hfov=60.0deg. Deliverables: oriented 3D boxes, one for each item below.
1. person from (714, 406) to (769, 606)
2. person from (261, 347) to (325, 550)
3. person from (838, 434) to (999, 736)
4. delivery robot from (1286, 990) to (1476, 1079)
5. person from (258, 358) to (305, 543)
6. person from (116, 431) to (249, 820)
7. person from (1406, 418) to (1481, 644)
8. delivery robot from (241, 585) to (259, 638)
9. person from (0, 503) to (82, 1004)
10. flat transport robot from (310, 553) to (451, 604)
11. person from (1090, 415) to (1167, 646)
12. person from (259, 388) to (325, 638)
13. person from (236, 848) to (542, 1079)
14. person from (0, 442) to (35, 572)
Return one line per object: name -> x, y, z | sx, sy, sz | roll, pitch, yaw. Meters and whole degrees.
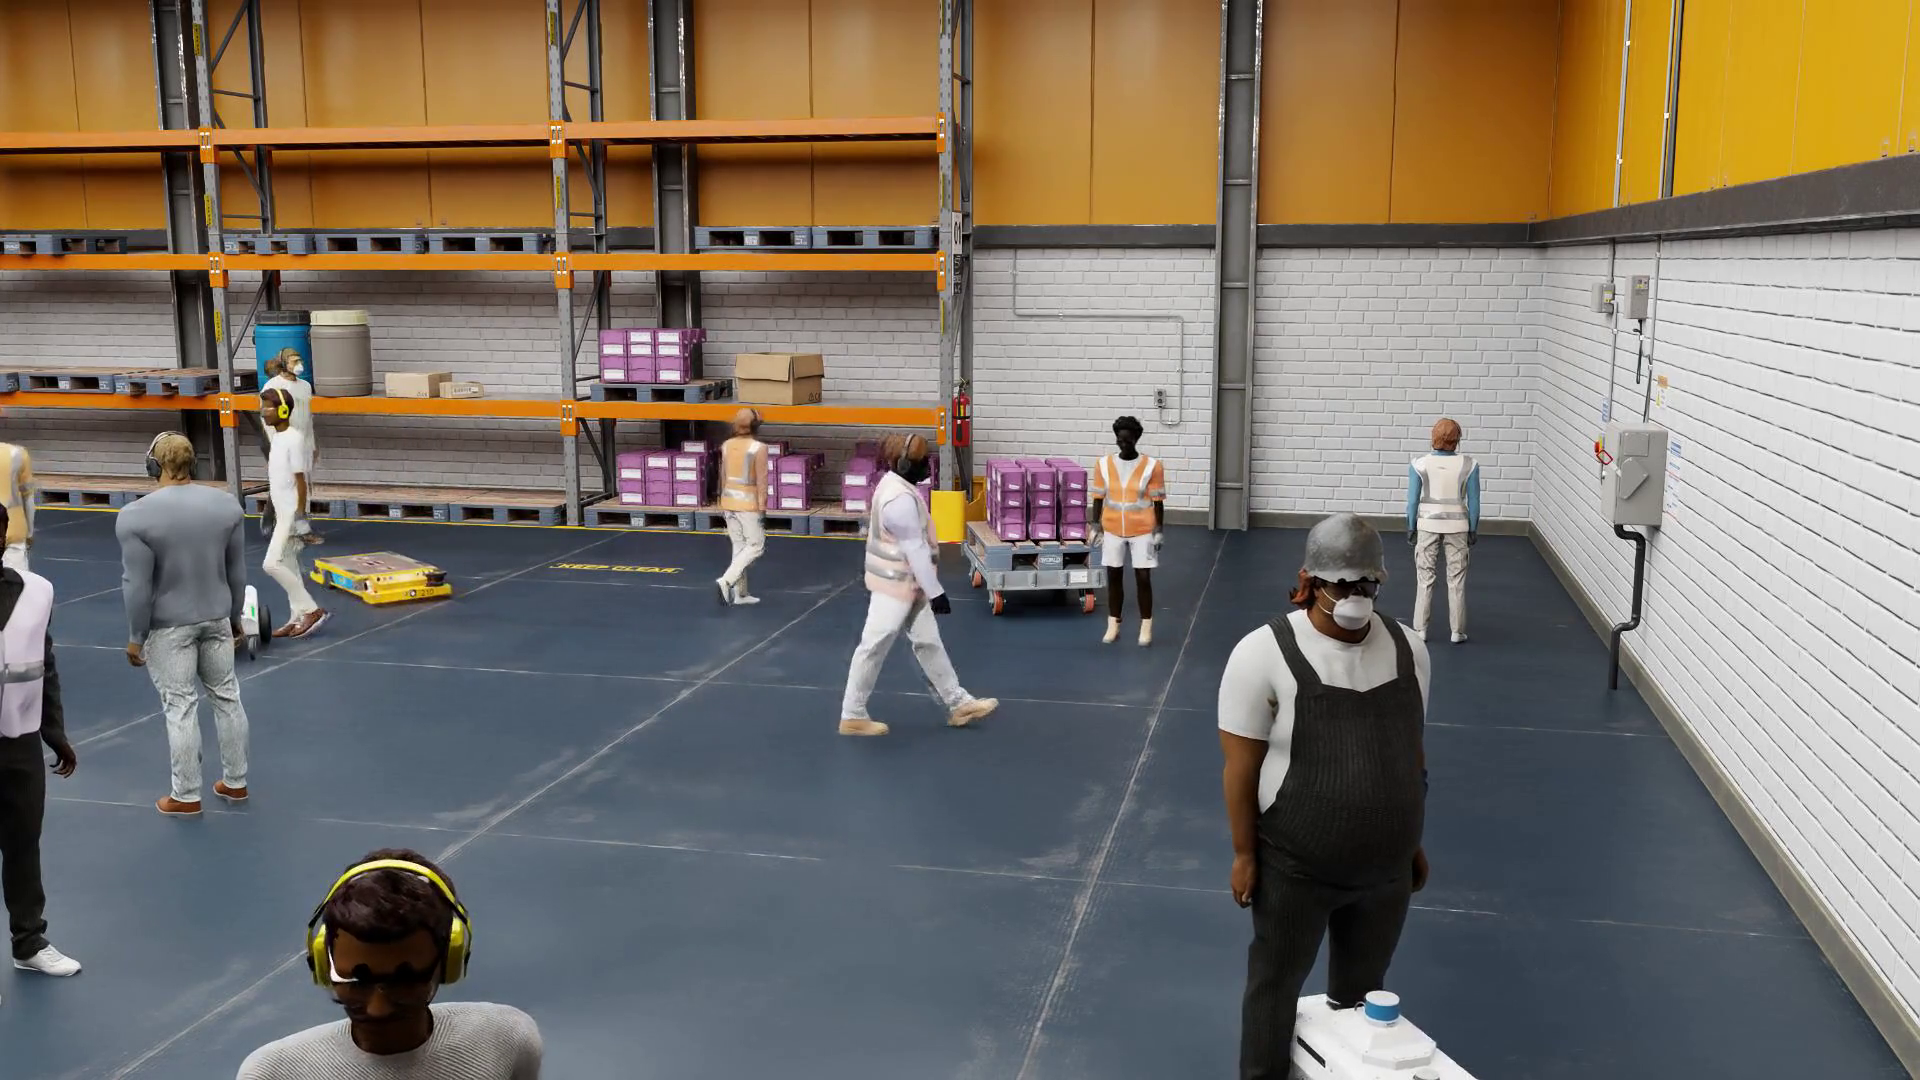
person -> -1.769, -0.241, 13.186 | 0.526, 1.621, 0.520 | 8, 12, 39
person -> -6.430, -0.886, 16.052 | 0.372, 1.940, 0.631 | 2, 10, 14
person -> -0.257, 0.272, 9.653 | 1.004, 1.778, 0.636 | 0, 10, -1
delivery robot -> 1.274, 1.615, 5.057 | 0.477, 0.478, 0.707 | -3, 10, -16
person -> -6.607, -0.842, 16.156 | 0.369, 1.822, 0.555 | -2, 10, -13
person -> -3.855, 0.424, 8.297 | 0.379, 1.940, 0.629 | 7, 12, 37
person -> 3.491, -0.059, 12.037 | 0.513, 1.641, 0.309 | 3, 10, 17
delivery robot -> -5.143, 0.487, 11.738 | 0.477, 0.478, 0.707 | -4, 10, -23
person -> -3.667, 0.776, 6.291 | 0.391, 1.913, 0.587 | 5, 11, 28
flat transport robot -> -4.886, 0.297, 13.976 | 0.652, 0.197, 1.431 | -8, 12, -40
person -> 1.208, -0.065, 11.956 | 0.545, 1.683, 0.353 | 4, 10, 21
person -> -4.969, -0.191, 12.186 | 0.379, 1.854, 0.530 | -6, 11, -31
person -> -0.906, 1.401, 2.739 | 0.518, 1.865, 0.327 | -5, 11, -28
person -> -6.486, -0.030, 11.121 | 0.557, 1.912, 0.760 | -8, 12, -39
